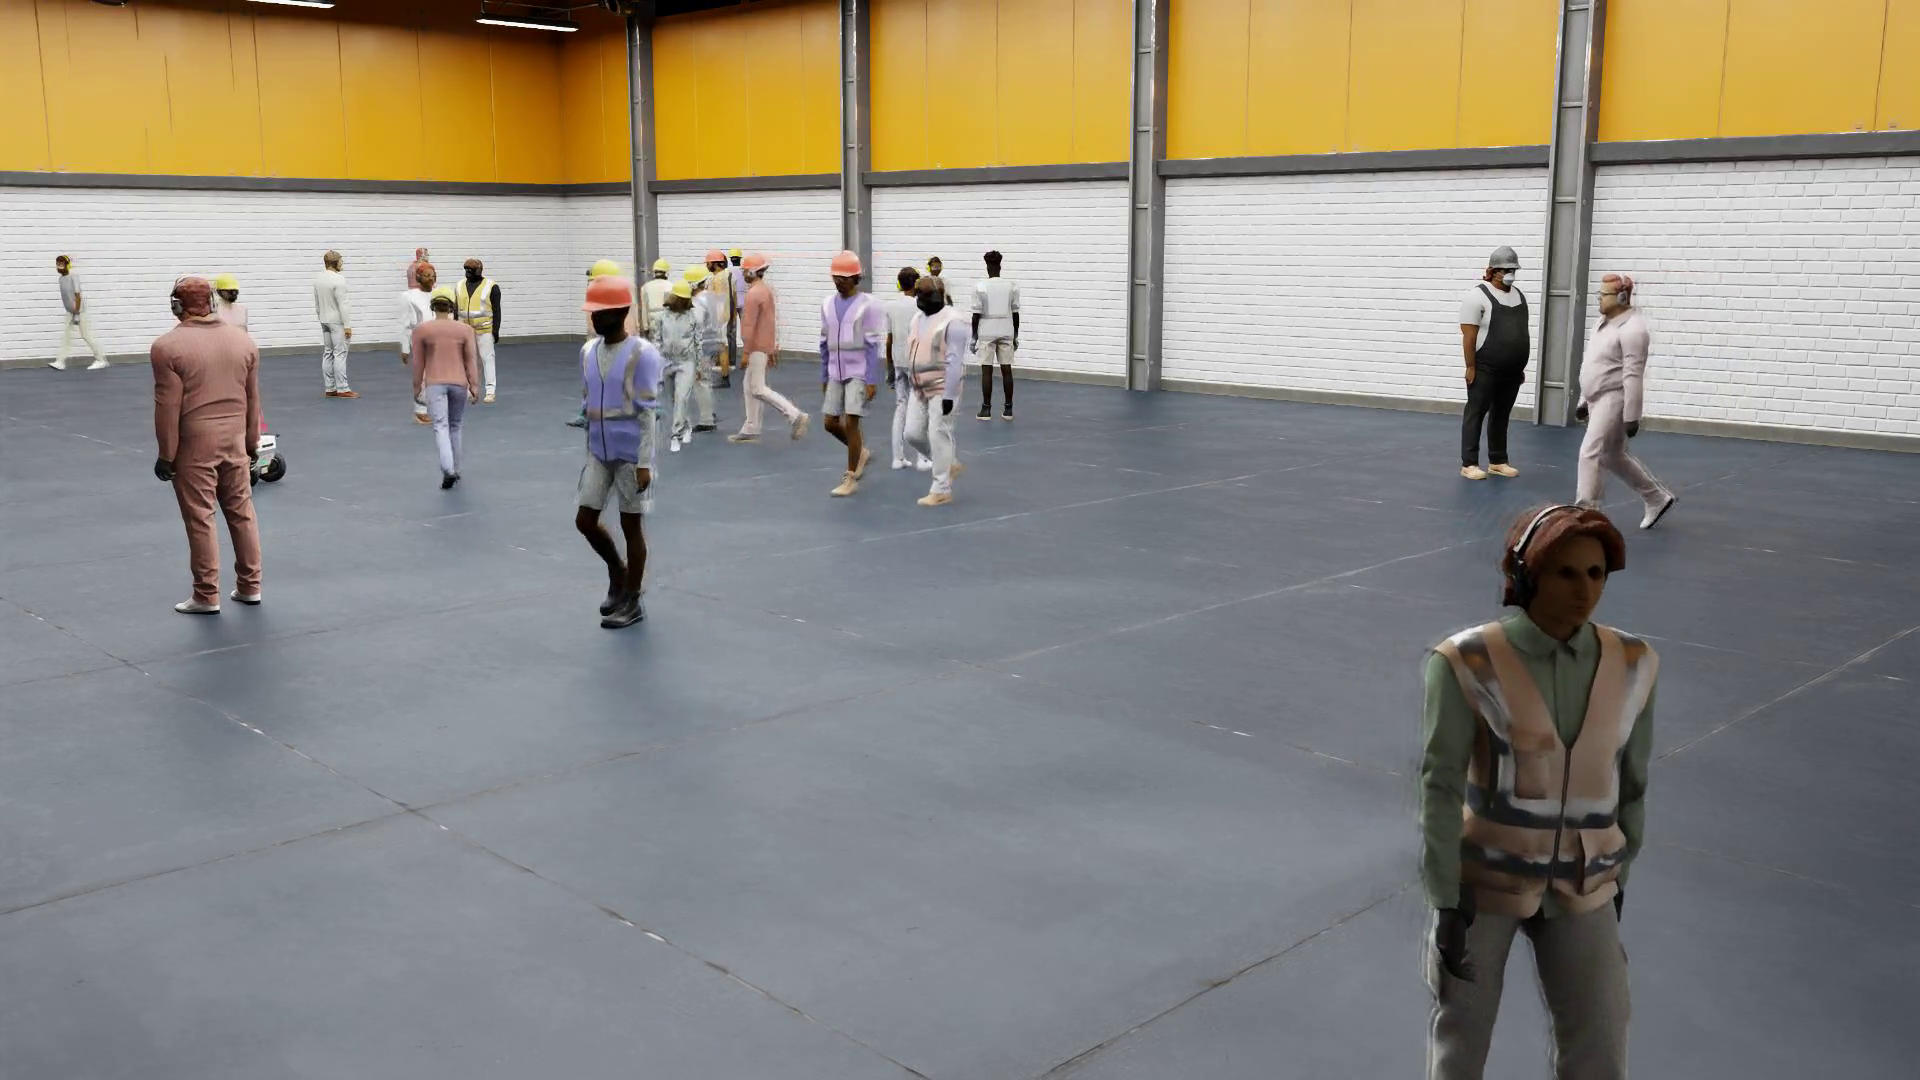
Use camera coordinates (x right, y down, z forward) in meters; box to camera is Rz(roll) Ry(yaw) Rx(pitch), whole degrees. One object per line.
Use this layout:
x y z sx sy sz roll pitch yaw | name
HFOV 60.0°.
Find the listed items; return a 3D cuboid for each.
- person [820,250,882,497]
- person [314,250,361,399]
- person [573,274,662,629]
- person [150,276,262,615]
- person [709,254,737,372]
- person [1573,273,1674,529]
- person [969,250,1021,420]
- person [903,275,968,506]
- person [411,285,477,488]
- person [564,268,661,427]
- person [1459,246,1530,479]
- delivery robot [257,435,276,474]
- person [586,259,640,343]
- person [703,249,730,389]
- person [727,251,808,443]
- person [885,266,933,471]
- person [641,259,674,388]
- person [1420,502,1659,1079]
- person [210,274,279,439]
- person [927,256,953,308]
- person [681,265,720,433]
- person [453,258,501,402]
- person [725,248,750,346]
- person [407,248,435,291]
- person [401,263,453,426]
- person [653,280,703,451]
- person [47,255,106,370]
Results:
-0.886 -1.370 13.704 0.607 2.015 0.591 7 12 32 | person
-8.144 -2.801 21.698 0.635 1.937 0.359 8 13 37 | person
-1.860 -0.470 9.019 0.552 1.921 0.393 5 12 27 | person
-4.278 -0.534 9.430 0.403 1.904 0.651 6 12 30 | person
-3.724 -3.563 26.109 0.512 1.845 0.340 -9 14 -41 | person
4.713 -0.968 11.890 0.880 1.874 0.646 1 10 3 | person
0.402 -2.364 19.256 0.604 1.959 0.377 -3 11 -16 | person
-0.170 -1.177 13.173 0.508 1.823 0.640 -9 13 -39 | person
-4.382 -1.312 14.201 0.532 1.717 0.839 -5 12 -26 | person
-3.862 -2.135 18.527 1.037 1.789 0.555 -4 11 -22 | person
4.743 -1.554 14.618 0.683 2.000 0.536 -5 11 -25 | person
-6.244 -0.784 14.219 0.707 0.478 0.477 1 10 8 | delivery robot
-3.136 -1.574 15.058 0.453 1.913 0.609 6 12 31 | person
-3.394 -3.082 23.233 0.363 1.935 0.553 -1 10 -4 | person
-1.975 -1.951 16.966 0.813 1.975 0.606 1 10 7 | person
-0.453 -1.562 15.180 0.519 1.854 0.338 7 12 33 | person
-4.154 -3.067 23.561 0.595 1.793 0.805 4 11 21 | person
1.163 0.739 3.308 0.523 1.616 0.656 -1 10 -4 | person
-7.416 -1.850 17.068 0.862 1.722 0.542 6 12 28 | person
-0.364 -3.270 24.542 0.528 1.840 0.896 -5 12 -27 | person
-2.812 -2.047 17.907 0.430 1.815 0.623 1 10 5 | person
-6.189 -2.674 21.288 0.619 1.839 0.430 2 11 9 | person
-3.739 -3.920 27.840 0.589 1.924 0.384 -3 11 -16 | person
-9.827 -4.402 30.521 0.653 1.904 0.405 8 13 36 | person
-5.915 -2.169 18.562 0.973 1.835 0.596 10 14 42 | person
-2.820 -1.778 16.778 0.502 1.703 0.848 0 10 2 | person
-14.066 -3.588 26.339 0.556 1.815 0.995 5 12 27 | person
